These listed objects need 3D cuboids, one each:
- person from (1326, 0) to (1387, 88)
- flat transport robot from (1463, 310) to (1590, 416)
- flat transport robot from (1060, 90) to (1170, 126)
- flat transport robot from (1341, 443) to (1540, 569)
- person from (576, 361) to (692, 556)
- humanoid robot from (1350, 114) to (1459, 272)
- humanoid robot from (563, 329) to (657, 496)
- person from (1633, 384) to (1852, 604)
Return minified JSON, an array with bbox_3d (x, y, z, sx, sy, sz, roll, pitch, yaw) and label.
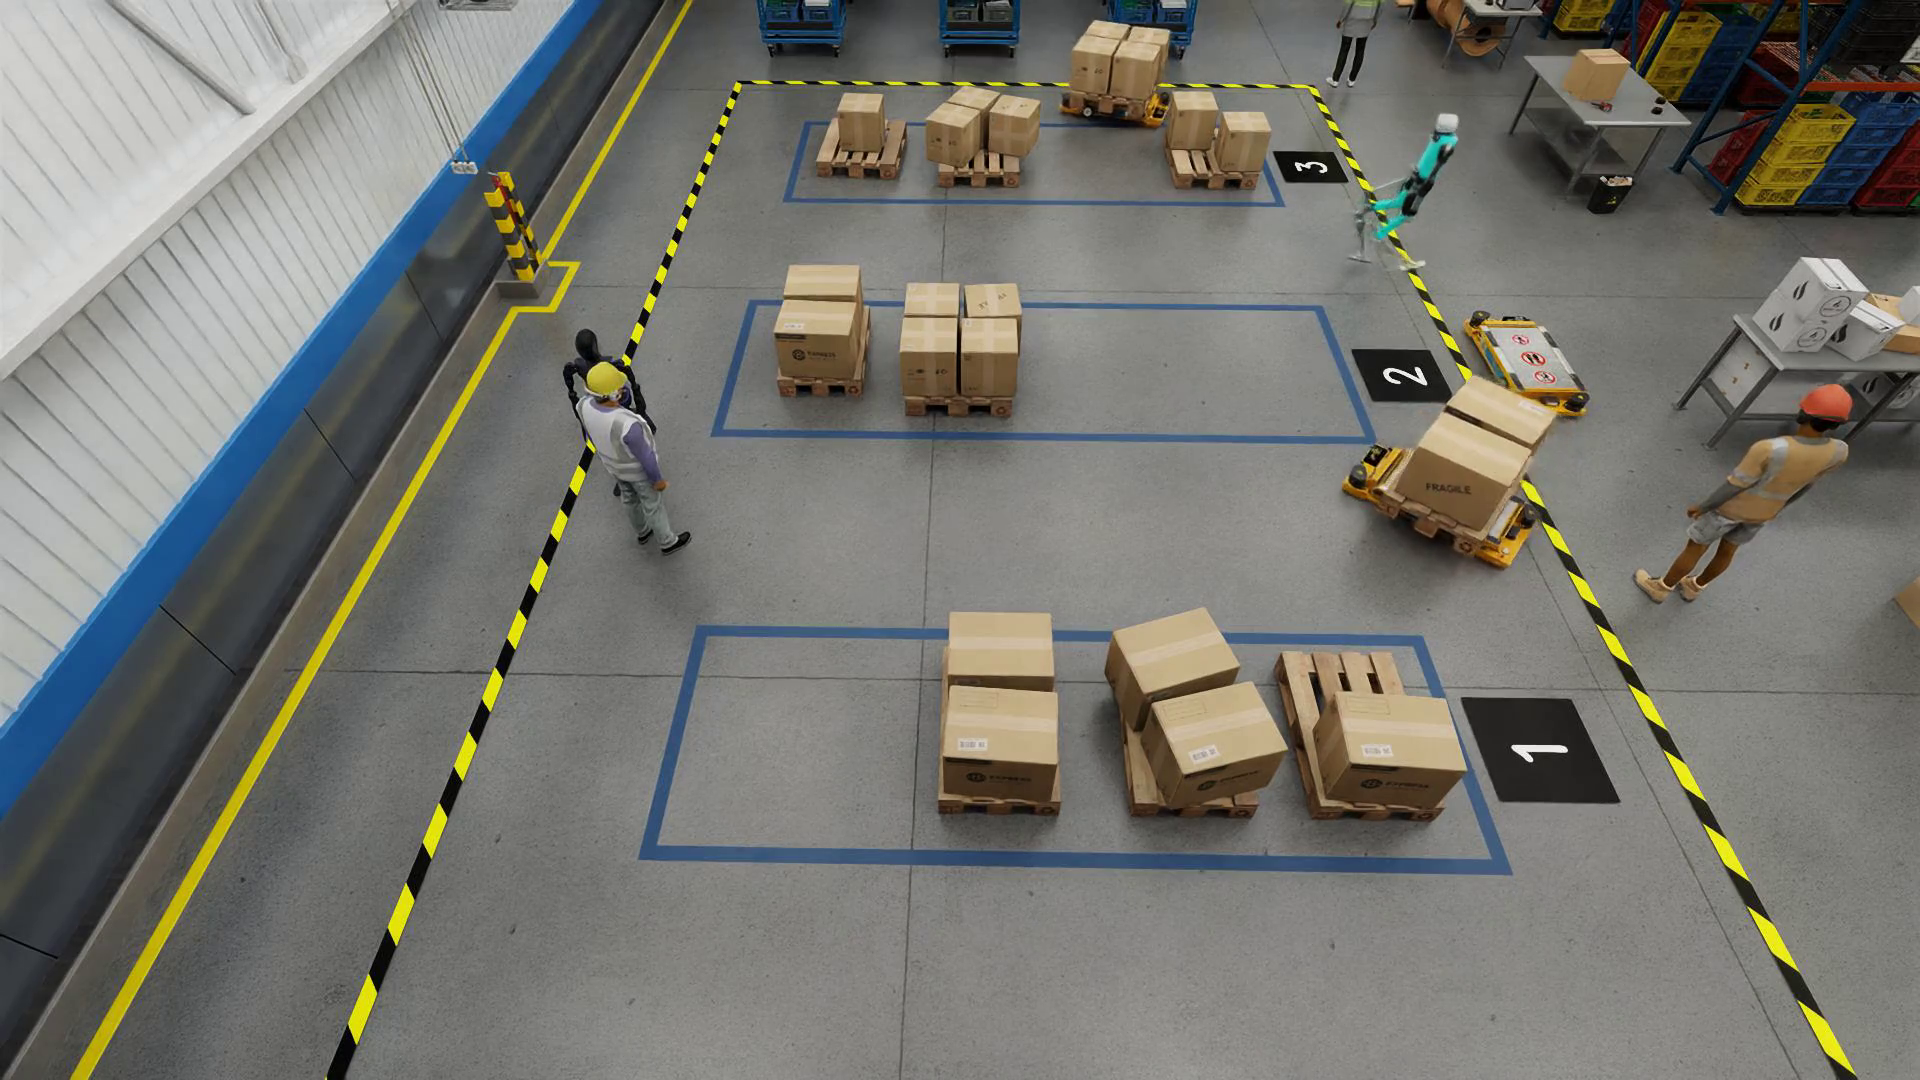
[{"bbox_3d":[5.595,-7.335,12.840,0.588,1.846,0.406,2,49,2],"label":"person"},{"bbox_3d":[5.573,-1.757,9.054,0.659,0.231,1.431,1,49,1],"label":"flat transport robot"},{"bbox_3d":[2.173,-6.126,12.817,1.431,0.197,0.652,15,51,12],"label":"flat transport robot"},{"bbox_3d":[4.094,-0.353,7.821,1.431,0.197,0.652,32,56,25],"label":"flat transport robot"},{"bbox_3d":[-2.500,-0.596,7.015,0.601,1.827,0.404,25,54,20],"label":"person"},{"bbox_3d":[4.656,-3.630,9.698,1.008,1.734,0.541,10,50,9],"label":"humanoid robot"},{"bbox_3d":[-2.819,-1.021,7.477,0.599,1.655,0.315,-6,49,-5],"label":"humanoid robot"},{"bbox_3d":[5.630,-0.270,6.601,0.604,2.034,0.388,1,49,1],"label":"person"}]
